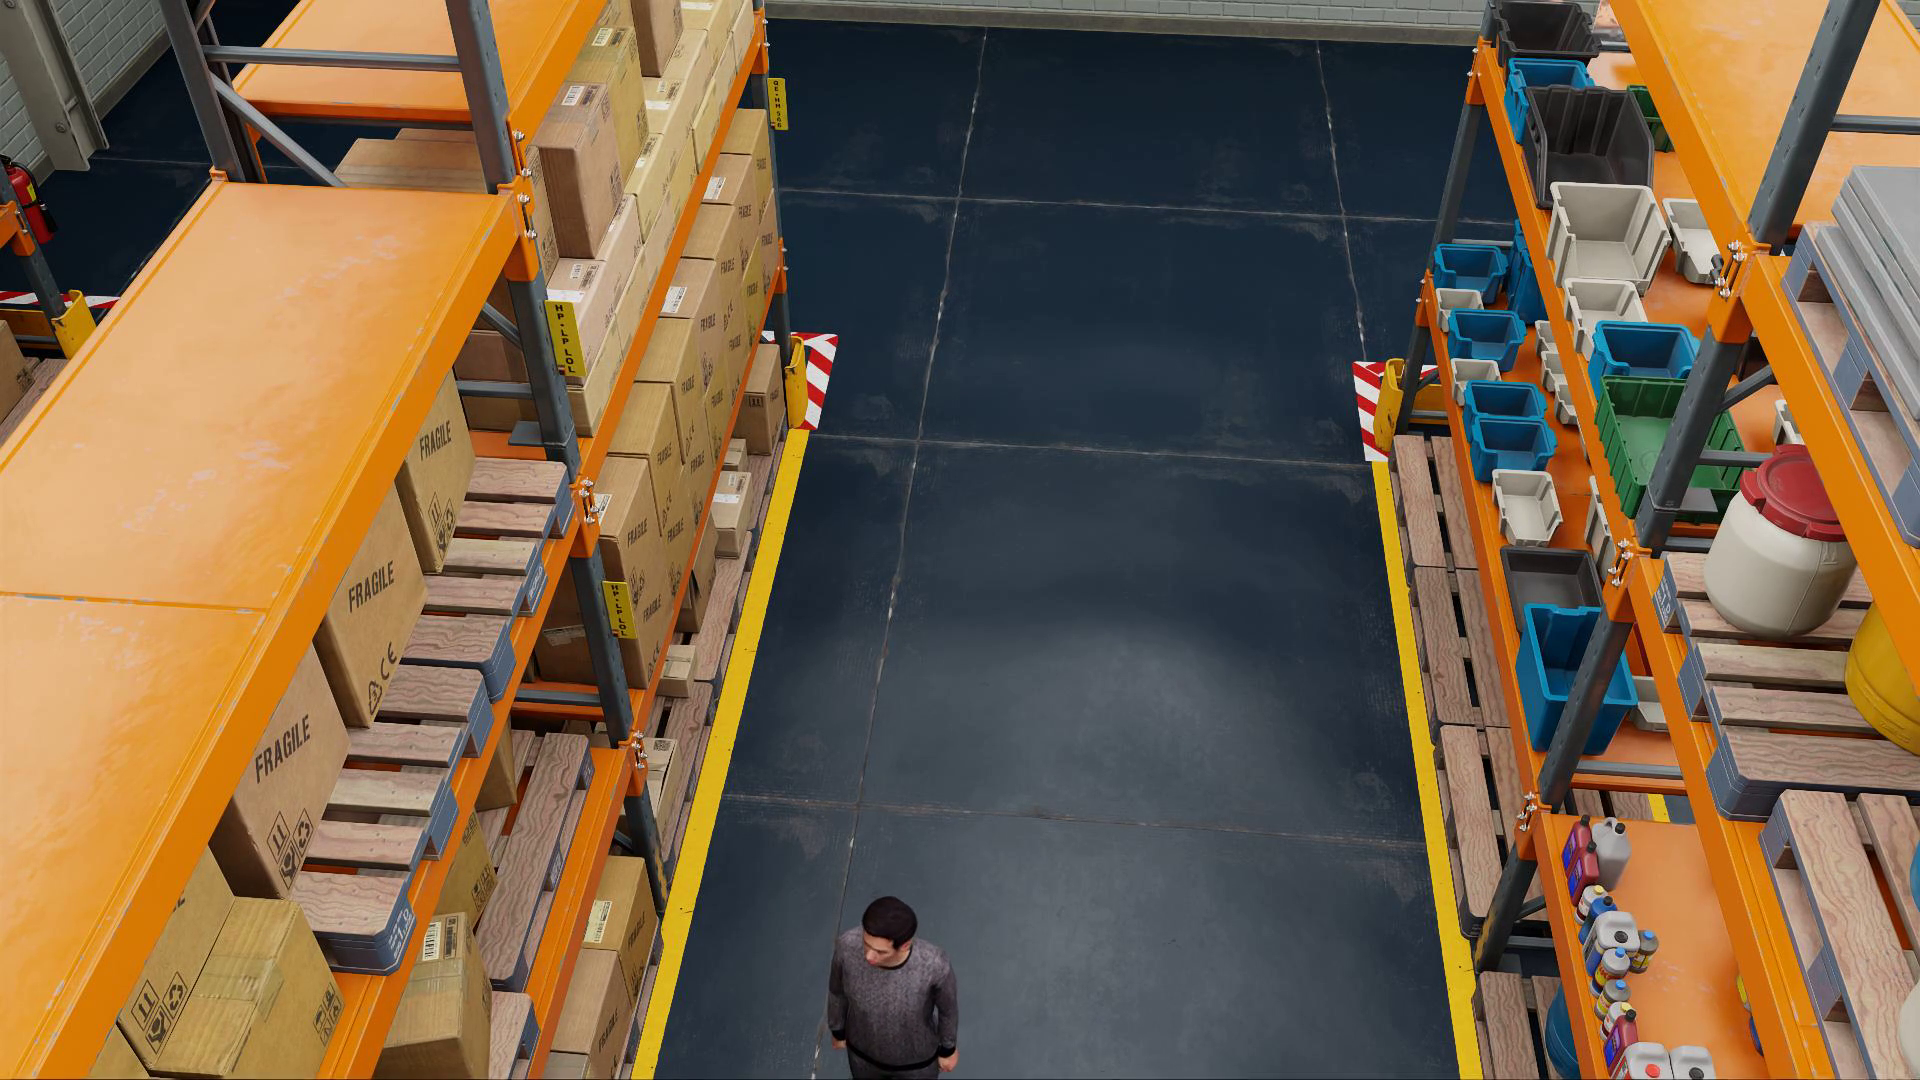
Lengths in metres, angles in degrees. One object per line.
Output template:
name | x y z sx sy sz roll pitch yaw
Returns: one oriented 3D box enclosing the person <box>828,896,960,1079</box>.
person | -0.265 2.003 6.714 0.715 1.844 0.585 9 44 9
